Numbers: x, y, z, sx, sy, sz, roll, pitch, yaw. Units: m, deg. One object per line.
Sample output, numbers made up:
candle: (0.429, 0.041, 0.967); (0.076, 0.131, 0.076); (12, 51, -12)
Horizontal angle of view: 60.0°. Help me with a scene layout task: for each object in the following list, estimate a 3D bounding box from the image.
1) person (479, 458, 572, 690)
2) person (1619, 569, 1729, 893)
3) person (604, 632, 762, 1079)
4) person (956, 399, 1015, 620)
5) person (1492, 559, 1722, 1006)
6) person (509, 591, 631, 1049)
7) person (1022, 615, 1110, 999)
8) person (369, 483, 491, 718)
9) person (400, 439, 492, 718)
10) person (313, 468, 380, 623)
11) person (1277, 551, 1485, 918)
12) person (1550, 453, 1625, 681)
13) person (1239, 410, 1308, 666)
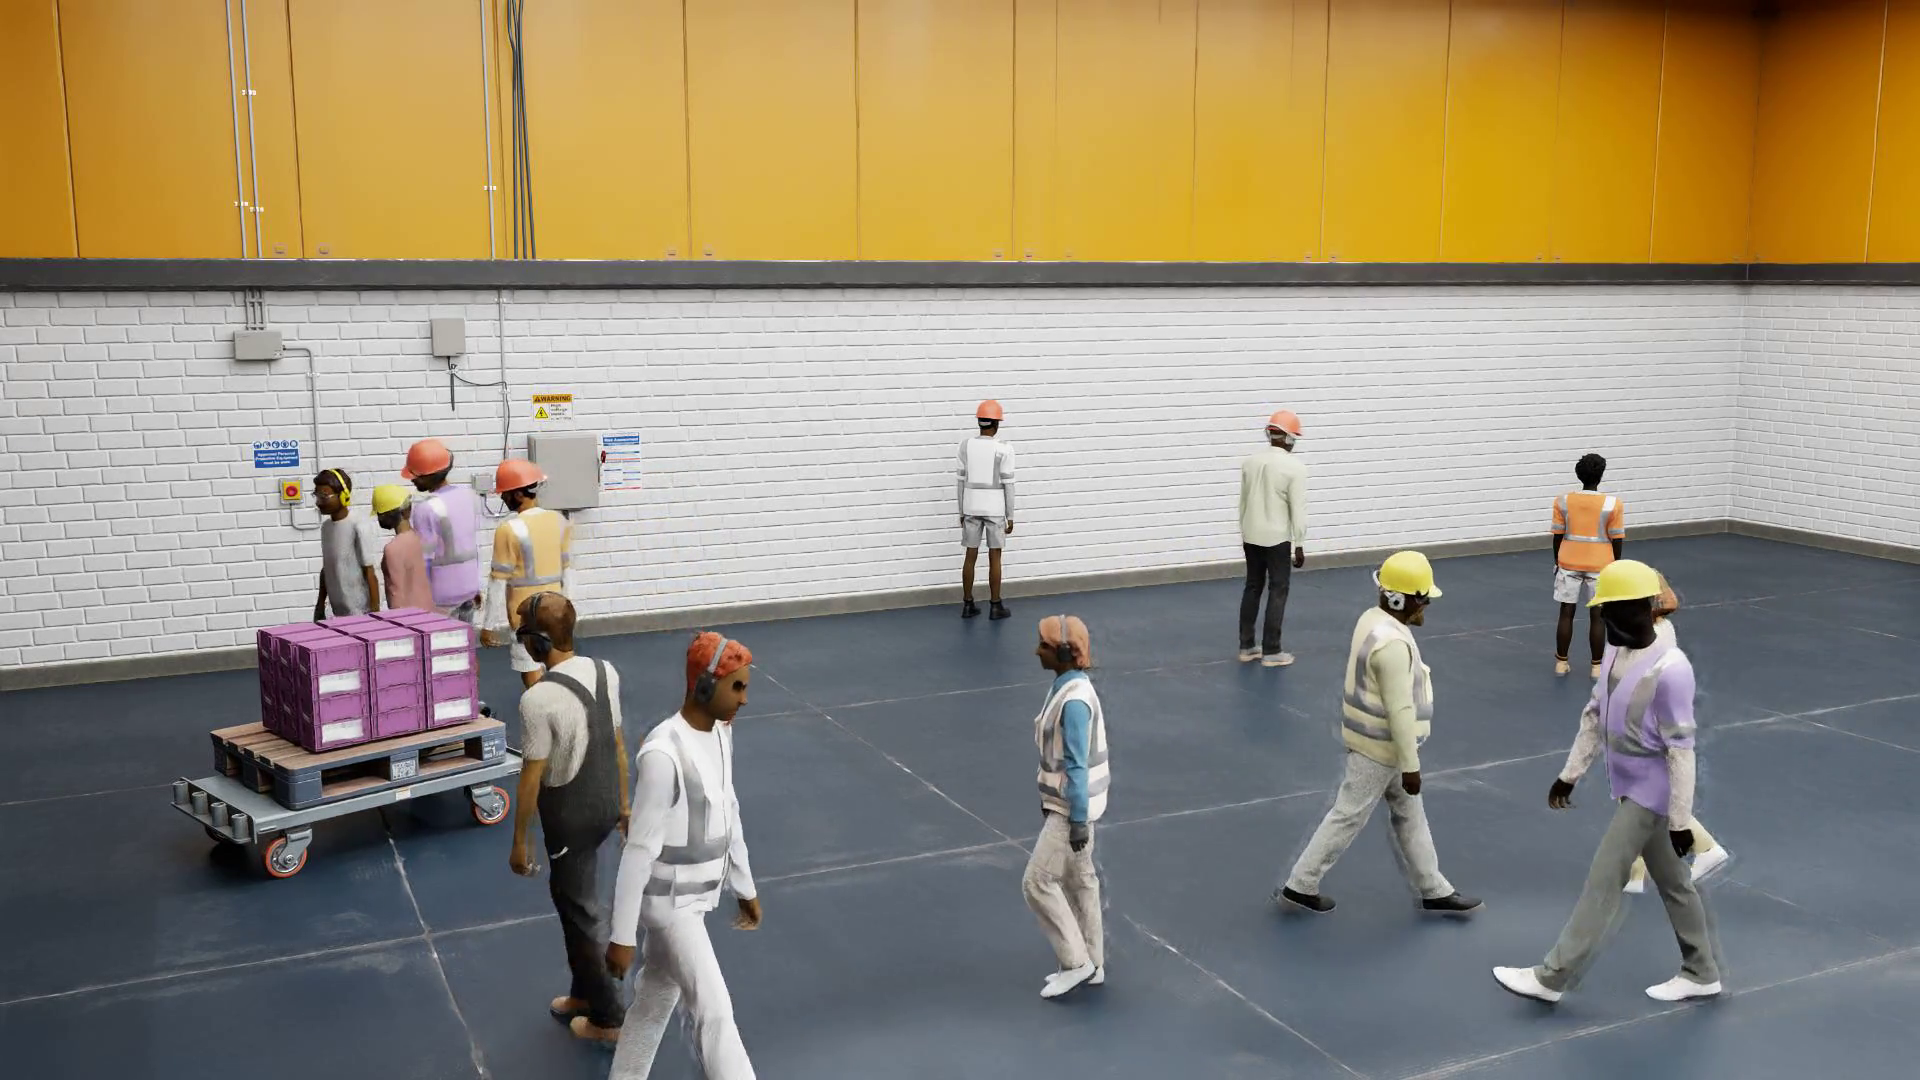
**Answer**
person: (-2.651, 0.450, 10.165); (0.521, 1.911, 0.564); (4, 10, 26)
person: (3.417, 0.939, 8.064); (0.517, 1.610, 0.531); (5, 10, 29)
person: (-0.845, 1.229, 5.572); (0.945, 1.832, 0.647); (2, 9, 10)
person: (0.238, -0.263, 14.553); (0.538, 1.929, 0.382); (3, 10, 20)
person: (2.710, 1.013, 6.828); (1.036, 1.856, 0.596); (0, 9, 1)
person: (-1.550, 1.091, 6.473); (0.615, 1.821, 0.526); (4, 10, 23)
person: (0.440, 1.114, 6.942); (0.424, 1.623, 0.540); (0, 9, 1)
person: (-3.362, 0.502, 10.426); (0.679, 1.735, 0.538); (1, 9, 7)
person: (-3.264, 0.329, 10.720); (0.623, 1.994, 0.668); (3, 10, 16)
person: (-3.823, 0.479, 10.203); (0.577, 1.840, 0.653); (9, 13, 43)
person: (1.945, 0.919, 7.707); (0.942, 1.782, 0.618); (1, 9, 9)
person: (4.665, 0.199, 12.388); (0.535, 1.700, 0.318); (6, 11, 35)
person: (2.447, -0.013, 12.874); (0.463, 1.971, 0.637); (-7, 12, -38)
